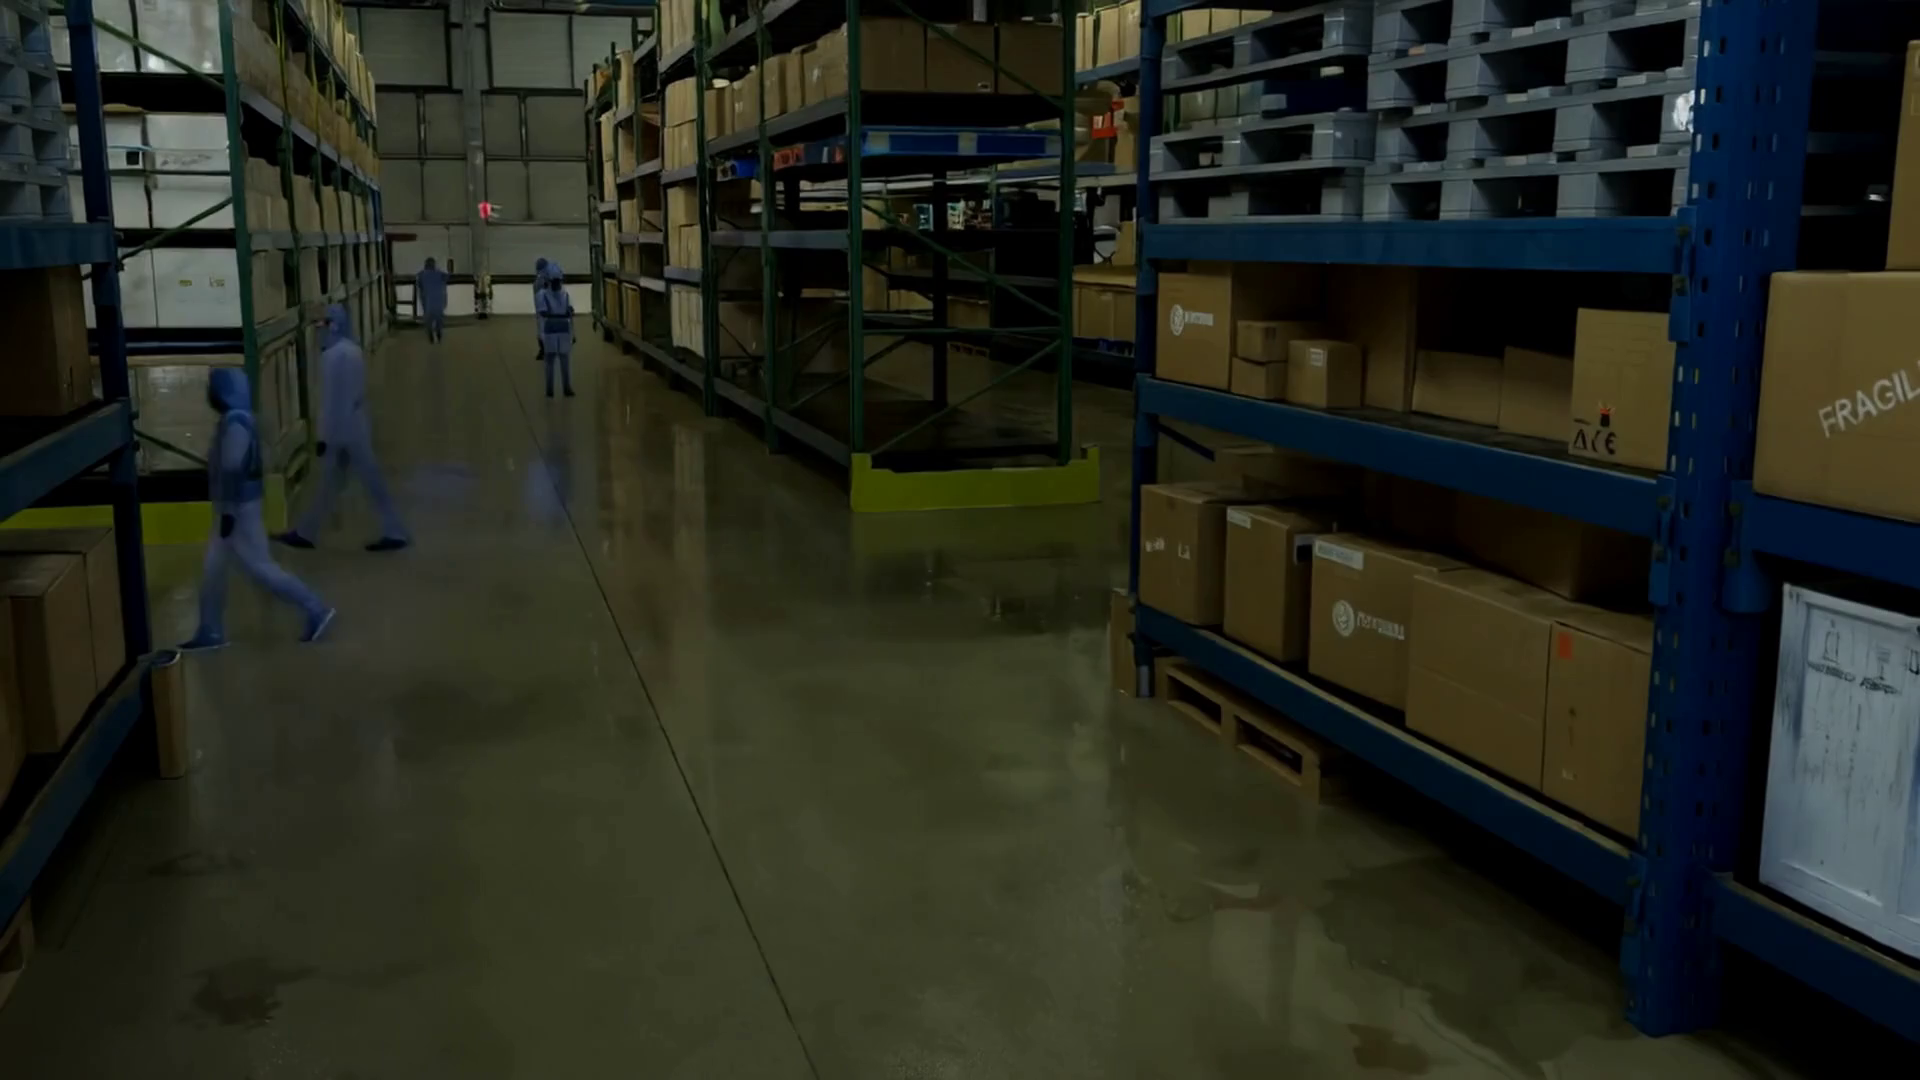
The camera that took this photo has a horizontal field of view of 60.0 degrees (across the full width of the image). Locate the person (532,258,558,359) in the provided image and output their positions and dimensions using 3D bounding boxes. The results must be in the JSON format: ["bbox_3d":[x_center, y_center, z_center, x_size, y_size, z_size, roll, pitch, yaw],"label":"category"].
[{"bbox_3d":[-7.990,-4.444,32.021,0.550,1.935,0.375,3,11,15],"label":"person"}]

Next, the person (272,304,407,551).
[{"bbox_3d":[-4.653,-0.822,12.398,1.005,1.847,0.667,-3,11,-14],"label":"person"}]

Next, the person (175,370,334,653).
[{"bbox_3d":[-4.065,-0.171,9.486,0.785,1.613,0.513,-7,12,-33],"label":"person"}]

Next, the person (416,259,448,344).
[{"bbox_3d":[-11.735,-5.309,36.981,0.671,1.849,0.984,-3,11,-17],"label":"person"}]

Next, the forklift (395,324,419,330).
[{"bbox_3d":[-14.610,-6.671,41.639,1.873,2.768,1.129,-3,11,-17],"label":"forklift"}]

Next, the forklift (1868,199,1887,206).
[{"bbox_3d":[11.338,-2.915,21.052,1.129,2.768,1.873,-3,11,-17],"label":"forklift"}]

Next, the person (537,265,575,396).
[{"bbox_3d":[-5.970,-3.103,24.665,0.543,1.938,0.356,-4,11,-22],"label":"person"}]
